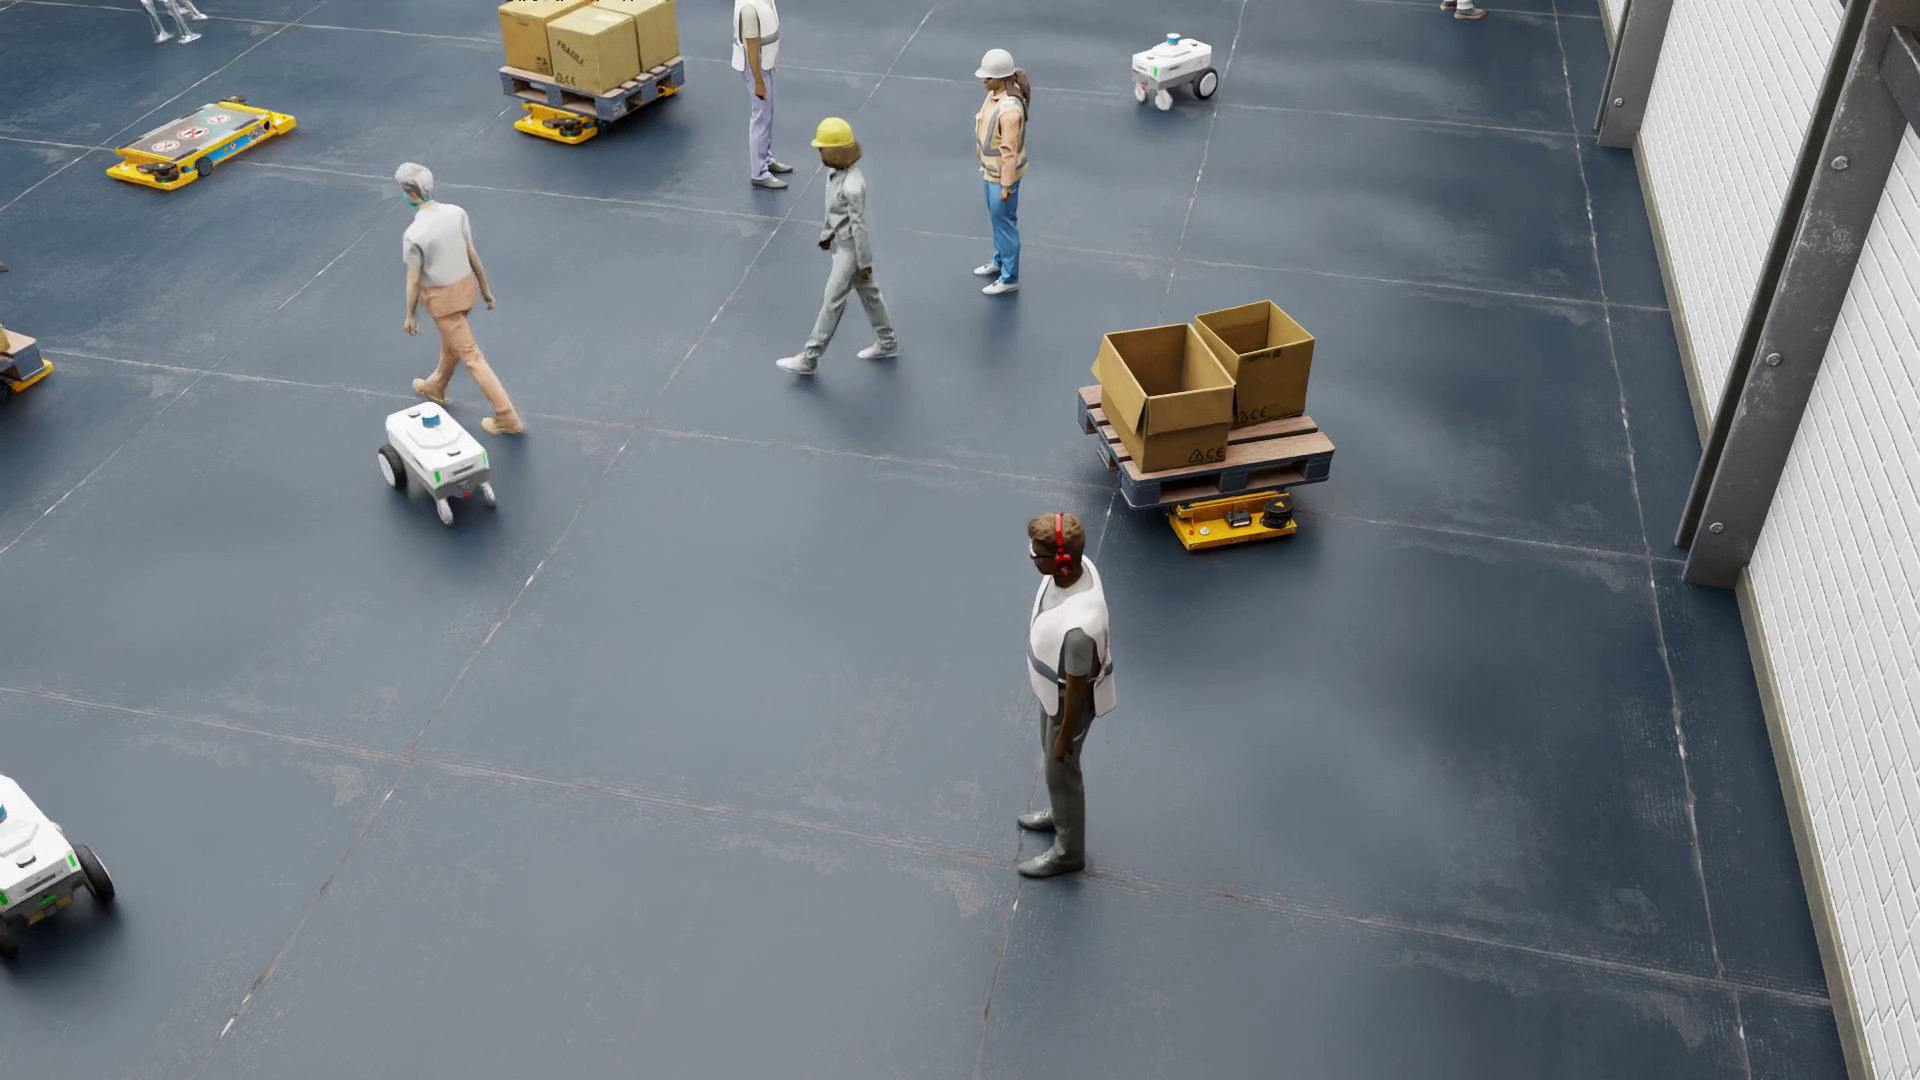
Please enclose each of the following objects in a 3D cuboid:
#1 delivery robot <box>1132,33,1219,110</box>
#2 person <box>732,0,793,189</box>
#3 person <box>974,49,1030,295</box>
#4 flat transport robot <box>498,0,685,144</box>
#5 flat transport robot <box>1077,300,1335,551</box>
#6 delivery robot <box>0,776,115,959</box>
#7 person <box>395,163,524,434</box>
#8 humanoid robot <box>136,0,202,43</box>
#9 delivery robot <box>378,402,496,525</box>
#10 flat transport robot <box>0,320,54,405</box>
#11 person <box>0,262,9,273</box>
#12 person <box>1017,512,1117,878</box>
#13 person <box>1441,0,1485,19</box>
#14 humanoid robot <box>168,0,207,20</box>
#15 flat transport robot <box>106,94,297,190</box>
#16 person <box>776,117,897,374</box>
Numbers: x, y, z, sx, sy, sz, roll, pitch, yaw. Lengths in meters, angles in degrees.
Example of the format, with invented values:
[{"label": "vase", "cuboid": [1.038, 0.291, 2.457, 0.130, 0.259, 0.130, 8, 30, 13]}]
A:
[{"label": "delivery robot", "cuboid": [1.866, -4.100, 14.472, 0.773, 0.602, 0.523, -25, 43, -29]}, {"label": "person", "cuboid": [-1.546, -3.620, 12.752, 0.386, 1.838, 0.570, 1, 37, 2]}, {"label": "person", "cuboid": [0.285, -2.520, 11.379, 0.376, 1.723, 0.495, -7, 37, -9]}, {"label": "flat transport robot", "cuboid": [-3.105, -3.774, 14.269, 0.659, 0.231, 1.431, 19, 41, 24]}, {"label": "flat transport robot", "cuboid": [1.396, -0.455, 9.828, 0.659, 0.231, 1.431, -9, 38, -12]}, {"label": "delivery robot", "cuboid": [-4.057, 1.373, 7.154, 0.779, 0.608, 0.507, 29, 46, 33]}, {"label": "person", "cuboid": [-3.086, -1.450, 9.989, 0.953, 1.680, 0.515, 17, 40, 22]}, {"label": "humanoid robot", "cuboid": [-7.438, -5.427, 15.247, 0.558, 1.747, 0.846, 13, 39, 17]}, {"label": "delivery robot", "cuboid": [-3.023, -0.497, 9.634, 0.499, 0.582, 0.773, -26, 44, -30]}, {"label": "flat transport robot", "cuboid": [-6.498, -0.870, 10.383, 0.659, 0.231, 1.431, 16, 40, 21]}, {"label": "person", "cuboid": [-7.176, -2.687, 11.541, 0.615, 1.831, 0.466, -5, 37, -7]}, {"label": "person", "cuboid": [0.457, 0.655, 7.037, 0.389, 1.832, 0.569, -2, 37, -3]}, {"label": "person", "cuboid": [4.917, -5.951, 15.836, 0.359, 1.881, 0.573, -8, 38, -11]}, {"label": "humanoid robot", "cuboid": [-7.594, -5.814, 15.773, 0.789, 1.777, 0.563, -25, 43, -29]}, {"label": "flat transport robot", "cuboid": [-6.179, -3.250, 13.568, 0.659, 0.231, 1.431, 15, 39, 19]}, {"label": "person", "cuboid": [-0.797, -1.836, 10.477, 0.866, 1.702, 0.515, -8, 37, -10]}]
